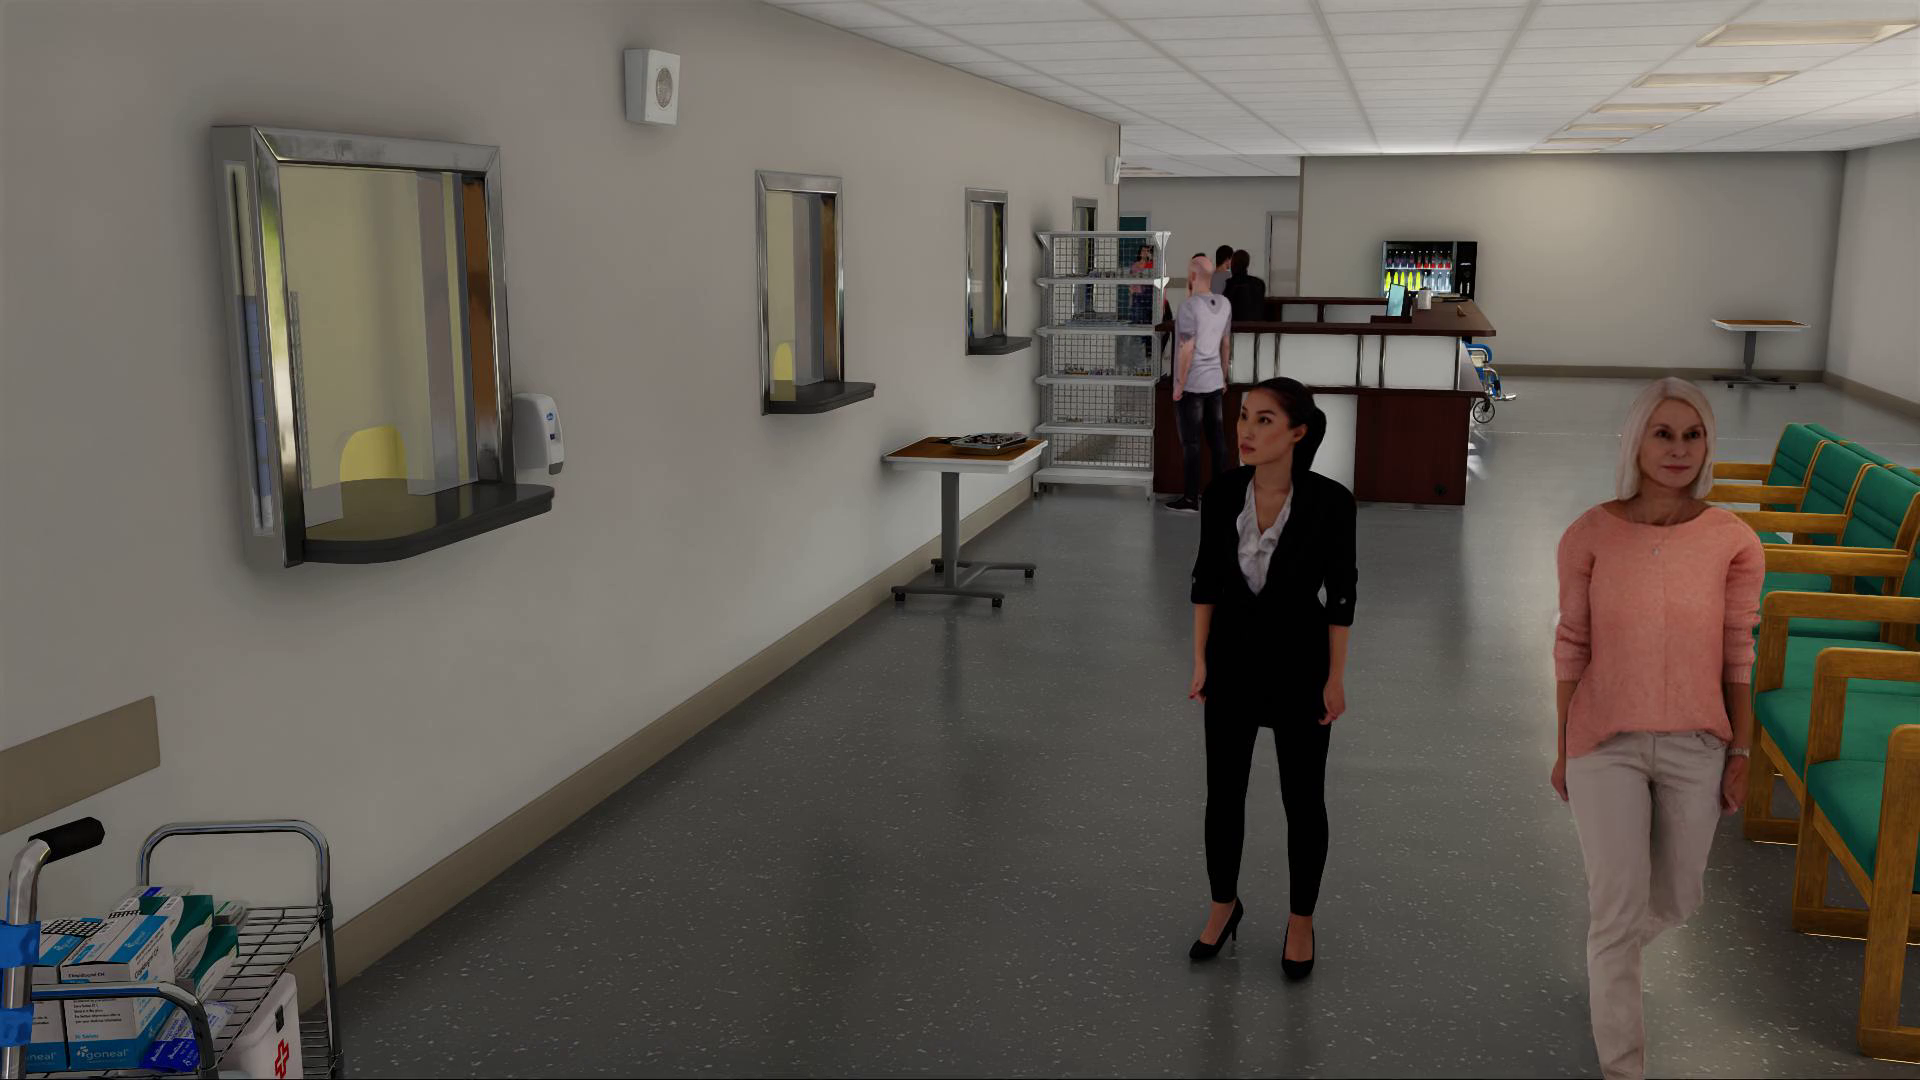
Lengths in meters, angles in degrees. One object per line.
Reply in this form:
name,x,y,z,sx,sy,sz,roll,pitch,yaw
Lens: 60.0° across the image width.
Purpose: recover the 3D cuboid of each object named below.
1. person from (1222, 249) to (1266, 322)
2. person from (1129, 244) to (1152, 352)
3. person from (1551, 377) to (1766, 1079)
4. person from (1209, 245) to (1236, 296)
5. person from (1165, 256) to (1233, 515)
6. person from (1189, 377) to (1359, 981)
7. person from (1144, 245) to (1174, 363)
person,2.839,-1.908,16.251,1.214,1.795,1.228,-5,12,-27
person,2.943,-3.971,27.302,0.947,1.727,0.915,-3,11,-15
person,1.616,0.477,3.932,0.938,1.701,0.661,3,11,14
person,2.780,-2.248,18.008,1.104,1.808,1.163,-10,15,-43
person,1.731,-1.128,12.024,0.766,1.837,0.792,-8,14,-38
person,0.859,0.376,4.576,0.556,1.660,0.708,6,12,27
person,2.879,-3.541,24.980,0.825,1.750,0.757,-7,13,-32
